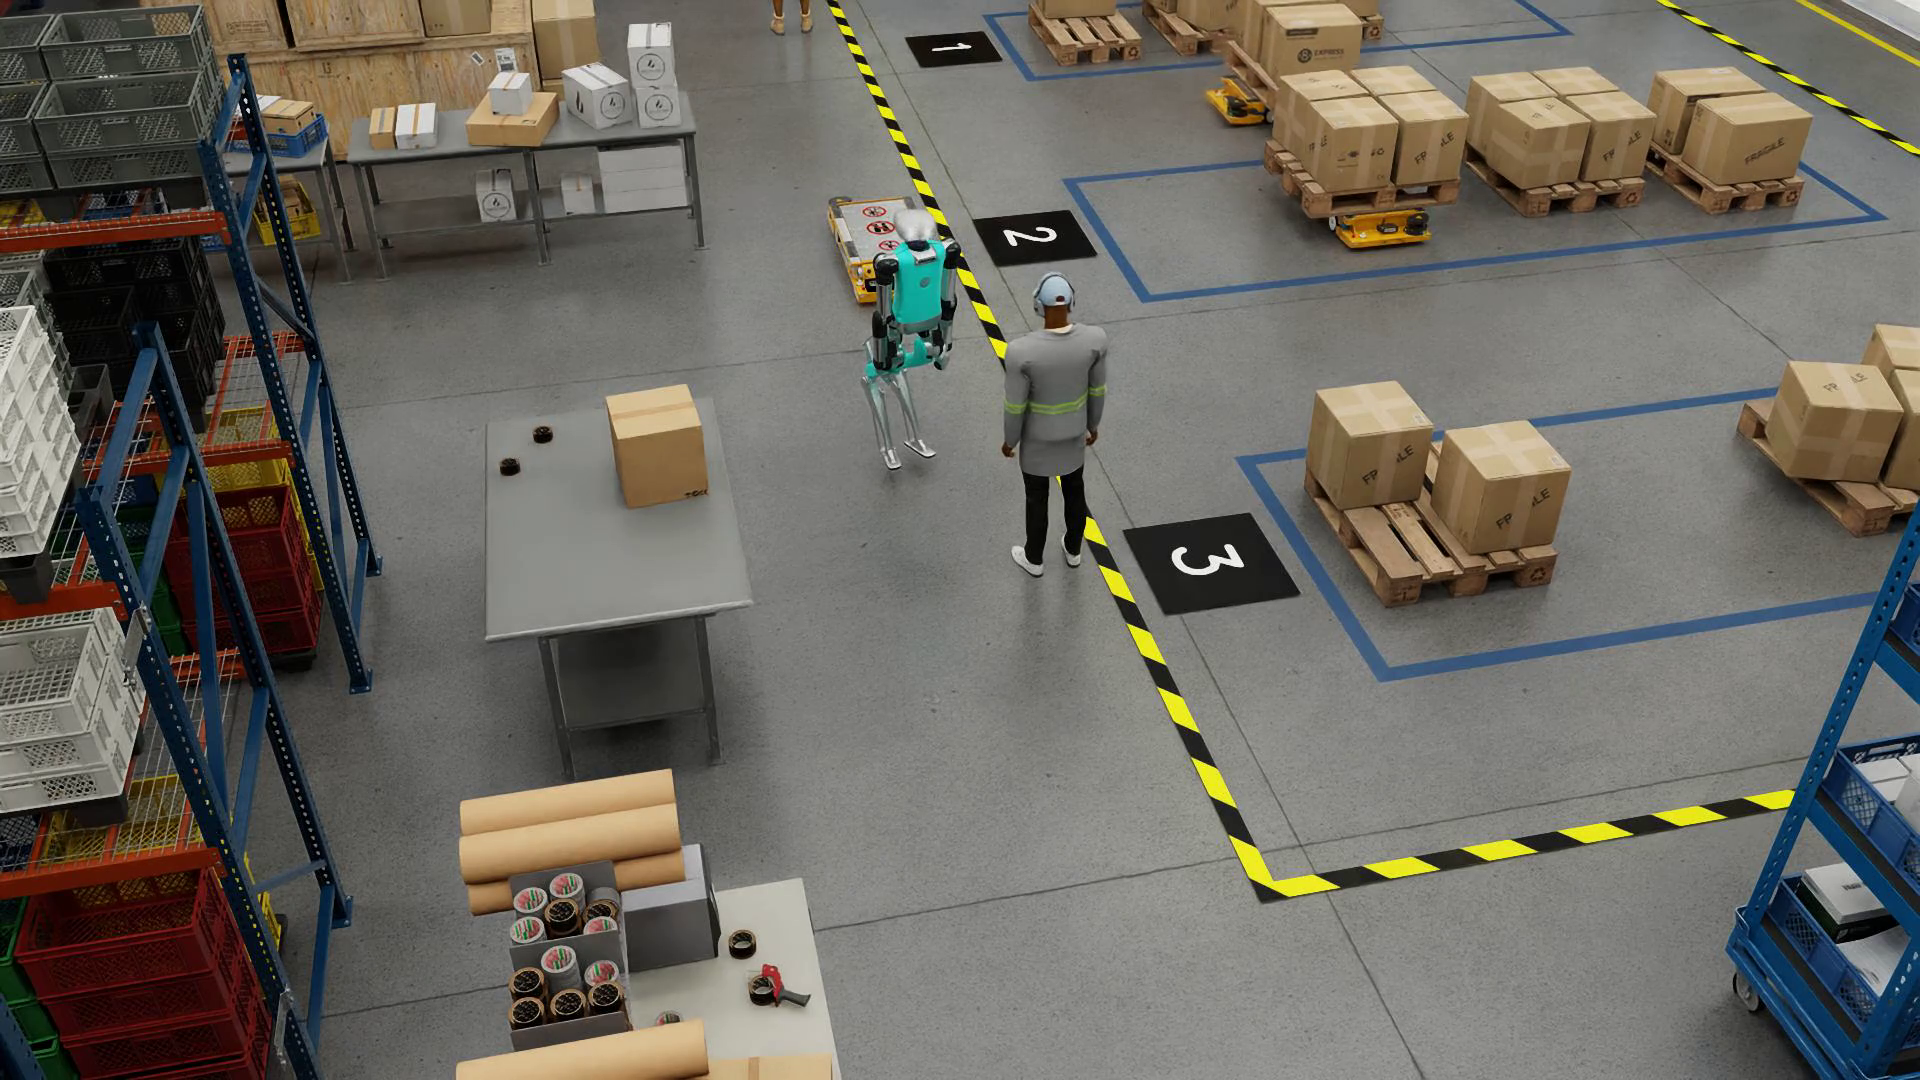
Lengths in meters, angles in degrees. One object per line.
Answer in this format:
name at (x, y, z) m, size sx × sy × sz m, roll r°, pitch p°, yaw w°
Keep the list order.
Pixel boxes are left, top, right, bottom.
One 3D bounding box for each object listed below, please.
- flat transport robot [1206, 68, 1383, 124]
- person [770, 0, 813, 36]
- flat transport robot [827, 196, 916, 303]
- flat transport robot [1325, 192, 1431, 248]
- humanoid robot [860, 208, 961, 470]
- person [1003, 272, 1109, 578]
flat transport robot at (2.994, -3.995, 14.900) m, size 1.431 × 0.197 × 0.652 m, roll -8°, pitch 37°, yaw -10°
person at (-1.706, -5.897, 16.003) m, size 0.607 × 2.034 × 0.400 m, roll -7°, pitch 37°, yaw -9°
flat transport robot at (-0.570, -2.220, 12.538) m, size 0.659 × 0.231 × 1.431 m, roll -8°, pitch 37°, yaw -10°
flat transport robot at (3.134, -2.740, 13.213) m, size 0.652 × 0.197 × 1.431 m, roll -8°, pitch 37°, yaw -10°
humanoid robot at (-0.363, -1.242, 9.884) m, size 0.533 × 1.672 × 0.735 m, roll -18°, pitch 40°, yaw -23°
person at (0.498, -0.620, 9.063) m, size 0.586 × 1.848 × 0.391 m, roll -12°, pitch 38°, yaw -15°
